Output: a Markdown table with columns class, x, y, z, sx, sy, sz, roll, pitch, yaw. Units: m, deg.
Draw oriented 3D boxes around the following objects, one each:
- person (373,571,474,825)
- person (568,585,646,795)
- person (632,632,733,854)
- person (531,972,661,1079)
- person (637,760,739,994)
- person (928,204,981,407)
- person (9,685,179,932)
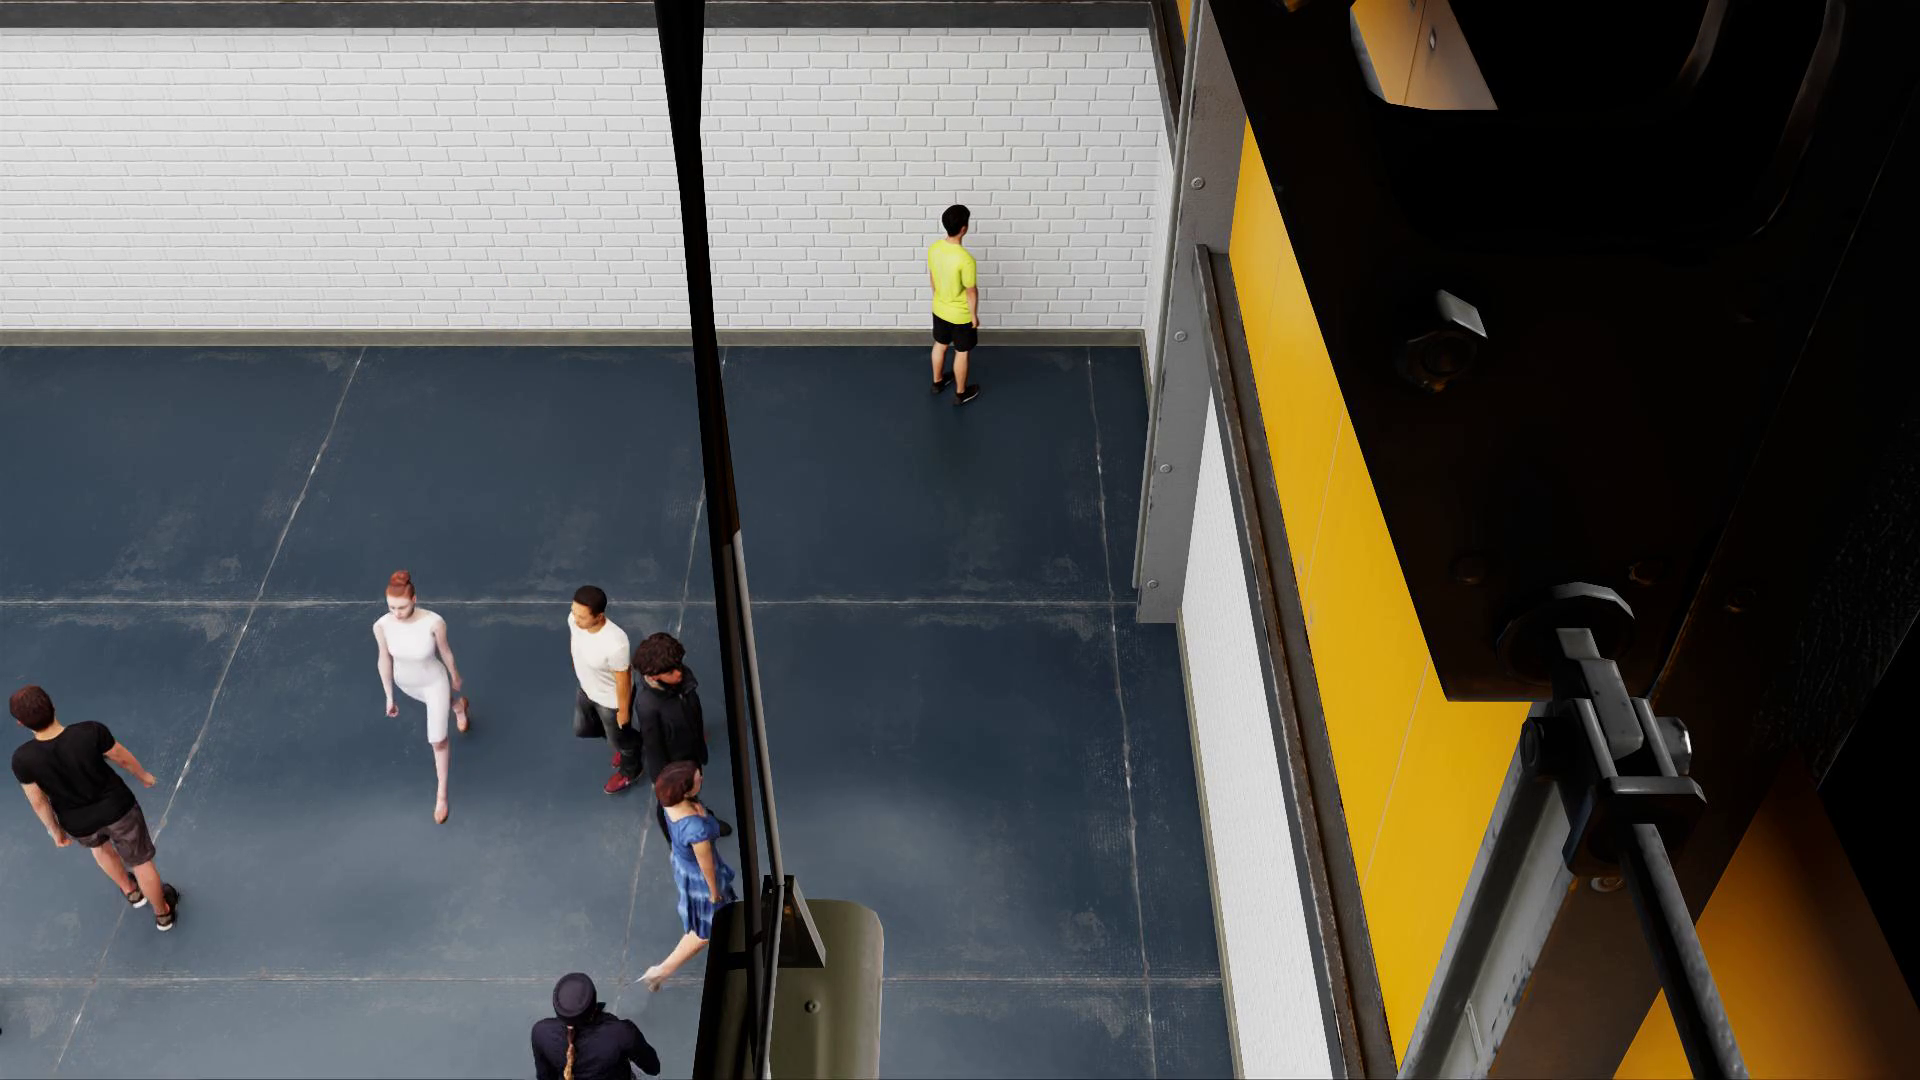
| class | x | y | z | sx | sy | sz | roll | pitch | yaw |
| --- | --- | --- | --- | --- | --- | --- | --- | --- | --- |
| person | -3.195 | 0.802 | 10.008 | 0.612 | 1.743 | 1.146 | 2 | 44 | 2 |
| person | -2.027 | 0.849 | 9.927 | 0.873 | 1.787 | 0.821 | -34 | 53 | -30 |
| person | -1.642 | 1.195 | 9.567 | 0.776 | 1.781 | 0.672 | 18 | 47 | 18 |
| person | -1.765 | 2.735 | 8.065 | 0.755 | 1.624 | 1.080 | 3 | 44 | 3 |
| person | -1.455 | 1.824 | 8.903 | 1.034 | 1.787 | 1.042 | -26 | 49 | -25 |
| person | -0.048 | -1.793 | 12.758 | 0.681 | 1.706 | 0.735 | 33 | 53 | 30 |
| person | -4.747 | 1.557 | 9.146 | 0.877 | 1.839 | 0.915 | -16 | 46 | -17 |
